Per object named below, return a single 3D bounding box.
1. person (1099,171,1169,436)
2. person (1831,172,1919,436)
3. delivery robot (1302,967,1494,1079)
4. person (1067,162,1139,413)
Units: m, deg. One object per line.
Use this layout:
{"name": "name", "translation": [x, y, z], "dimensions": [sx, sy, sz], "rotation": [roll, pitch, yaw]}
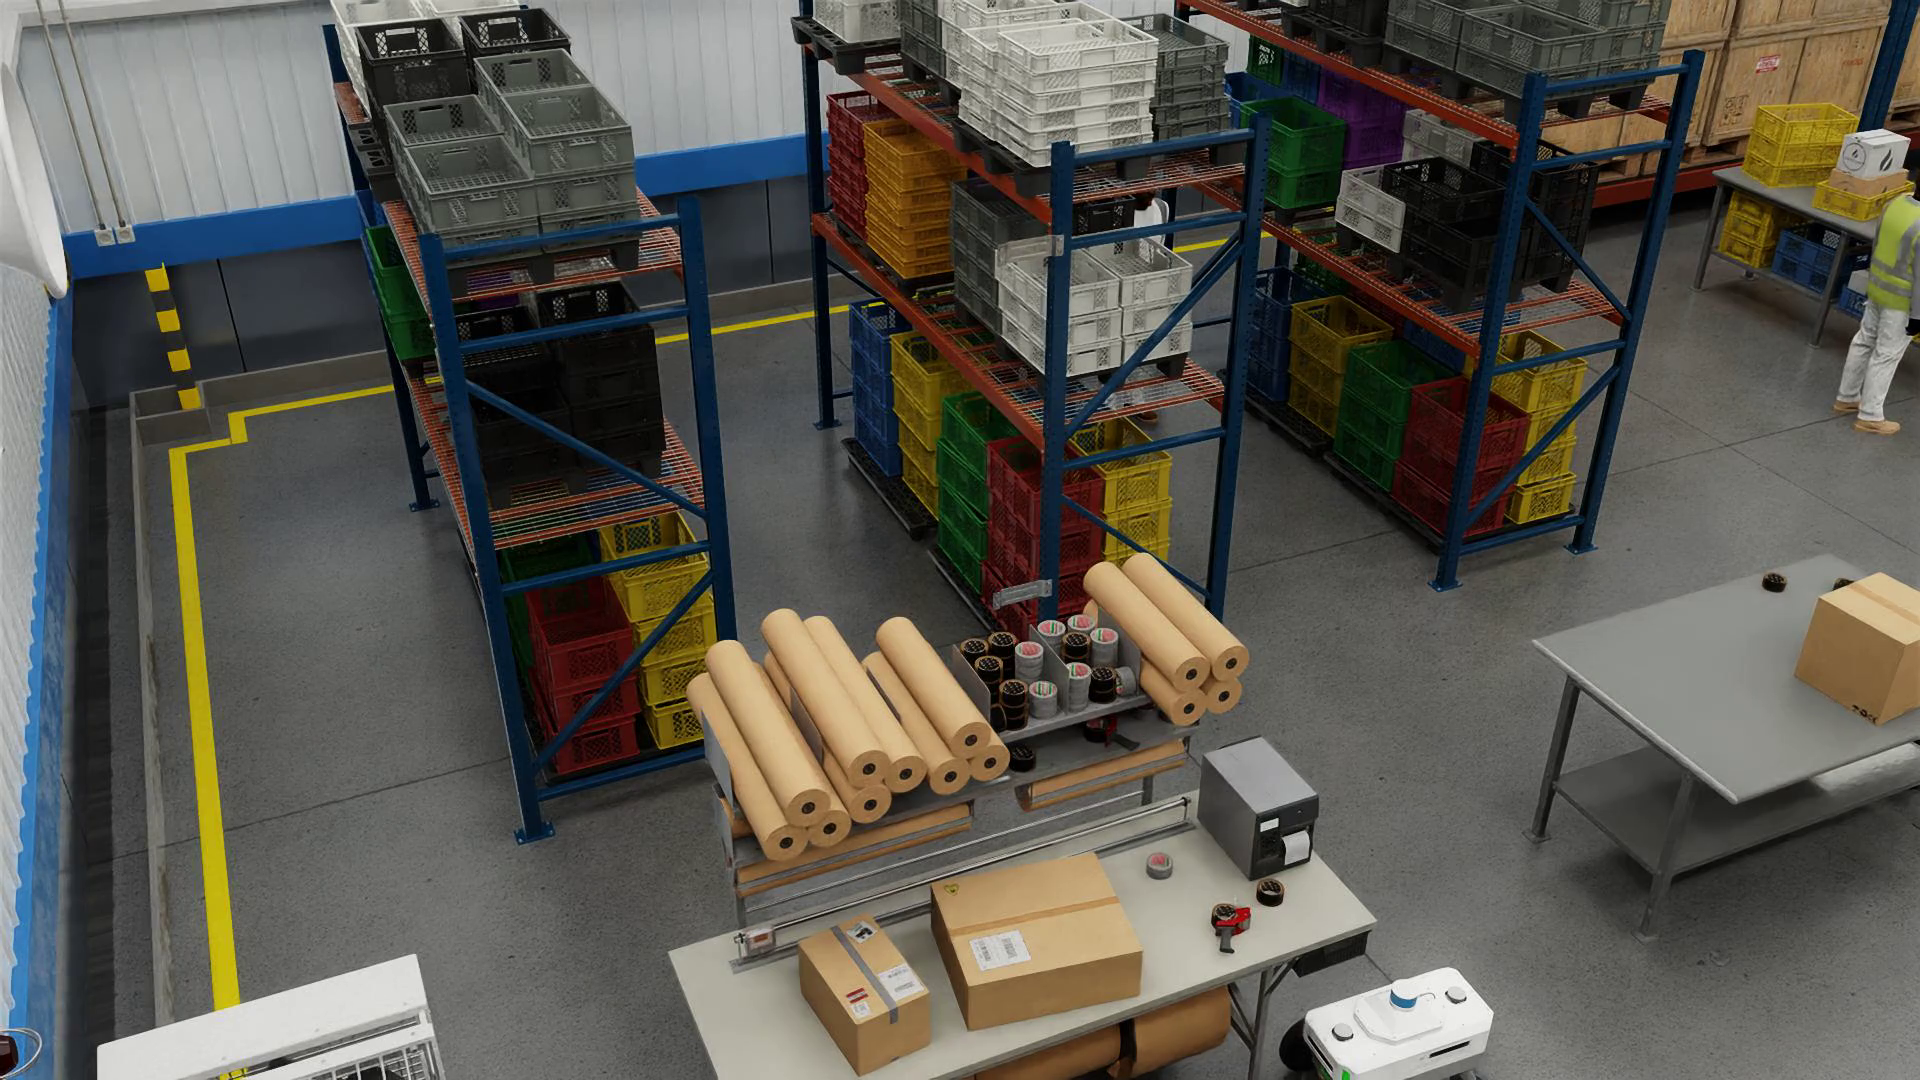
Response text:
{"name": "person", "translation": [1.148, -1.608, 11.030], "dimensions": [0.583, 1.882, 0.350], "rotation": [-23, 39, -33]}
{"name": "person", "translation": [6.255, -1.608, 11.068], "dimensions": [0.429, 1.843, 0.633], "rotation": [-1, 32, -1]}
{"name": "delivery robot", "translation": [1.702, 1.917, 6.475], "dimensions": [0.707, 0.478, 0.477], "rotation": [-12, 33, -18]}
{"name": "person", "translation": [0.925, -1.673, 11.086], "dimensions": [0.629, 1.936, 0.372], "rotation": [2, 32, 4]}
